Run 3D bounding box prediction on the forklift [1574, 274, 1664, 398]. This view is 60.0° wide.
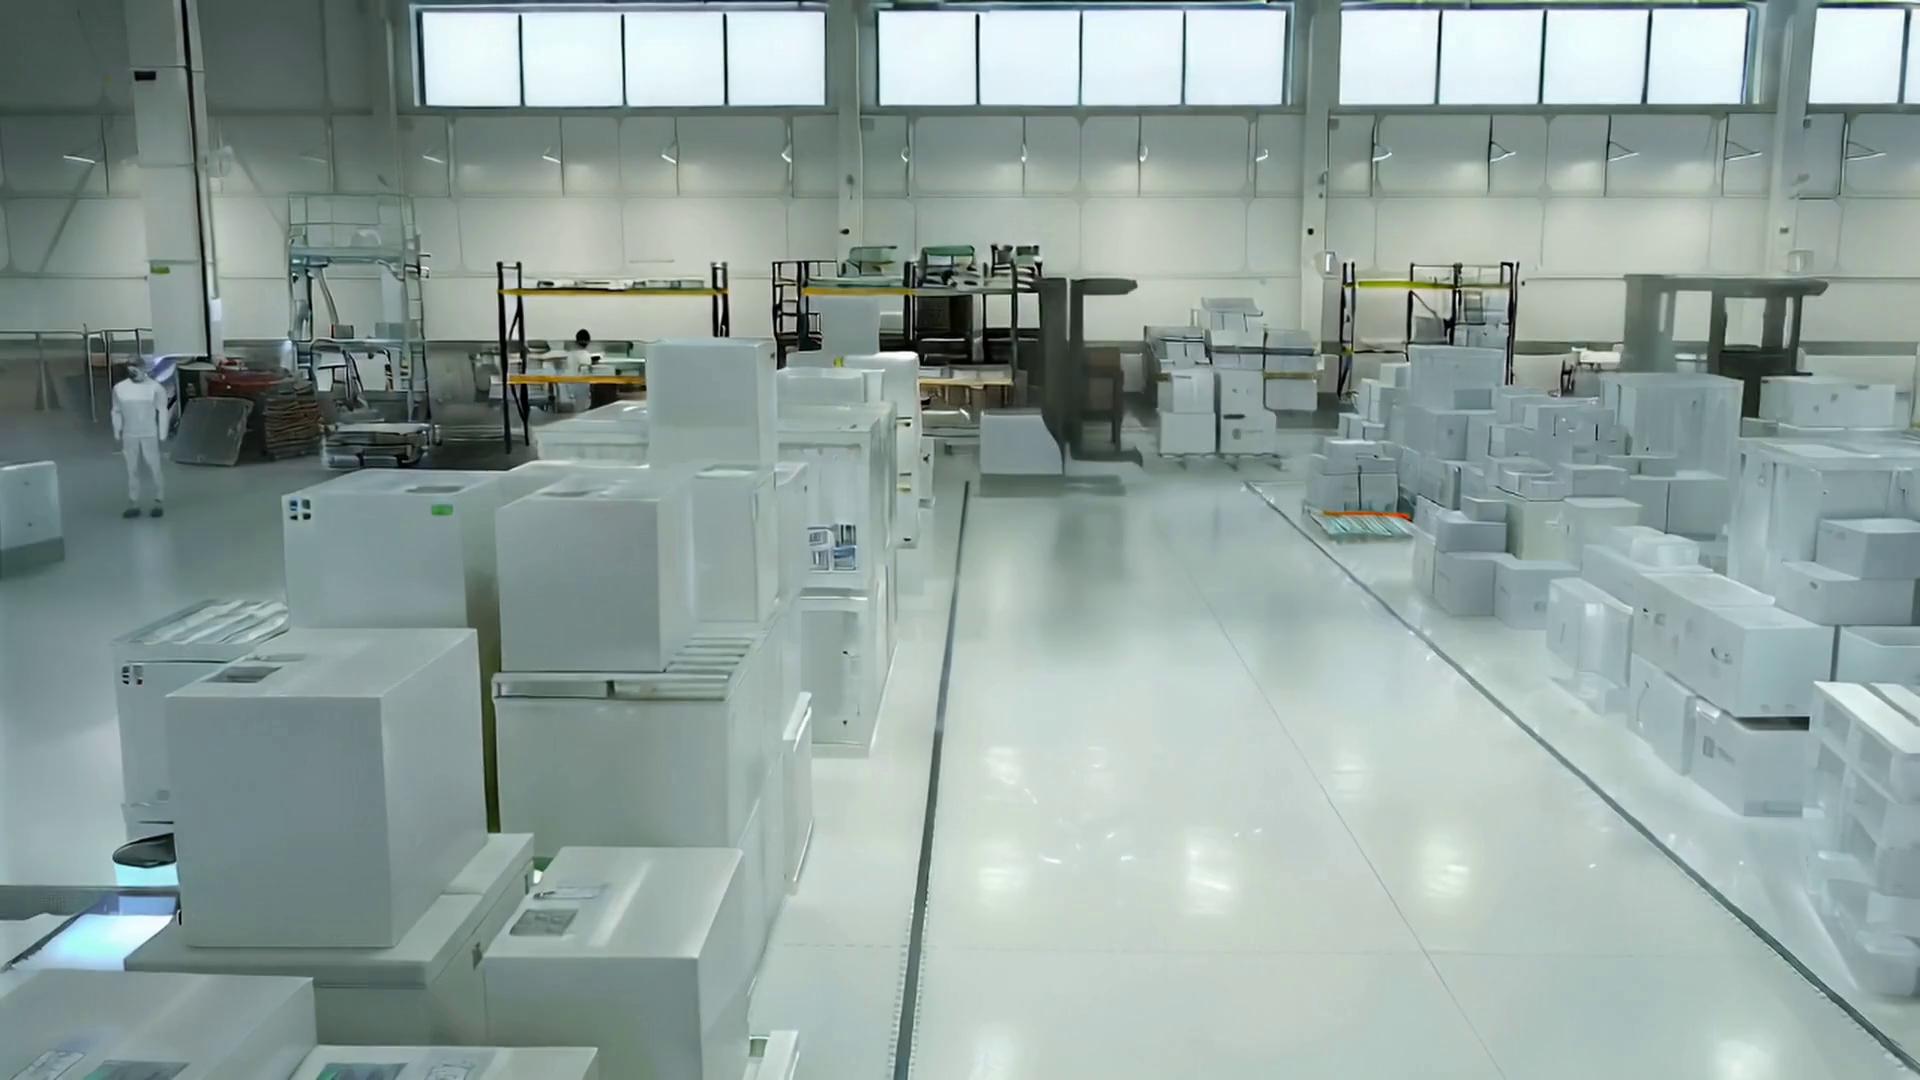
[{"bbox_3d":[11.939,-3.278,29.269,1.873,2.768,1.129,0,9,1],"label":"forklift"}]

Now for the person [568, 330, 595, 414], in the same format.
[{"bbox_3d":[-6.245,-2.510,27.547,0.390,1.927,0.547,2,10,14],"label":"person"}]

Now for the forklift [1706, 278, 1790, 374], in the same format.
[{"bbox_3d":[10.342,-2.068,22.024,1.129,2.768,1.873,0,9,1],"label":"forklift"}]

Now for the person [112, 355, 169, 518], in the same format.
[{"bbox_3d":[-9.742,-1.228,19.804,0.629,1.940,0.376,0,9,-3],"label":"person"}]

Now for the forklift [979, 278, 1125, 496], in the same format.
[{"bbox_3d":[1.189,-2.013,21.691,1.873,2.768,1.129,0,9,1],"label":"forklift"}]

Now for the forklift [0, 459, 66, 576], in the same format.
[{"bbox_3d":[-9.905,-1.079,16.101,1.873,2.768,1.129,2,10,14],"label":"forklift"}]
